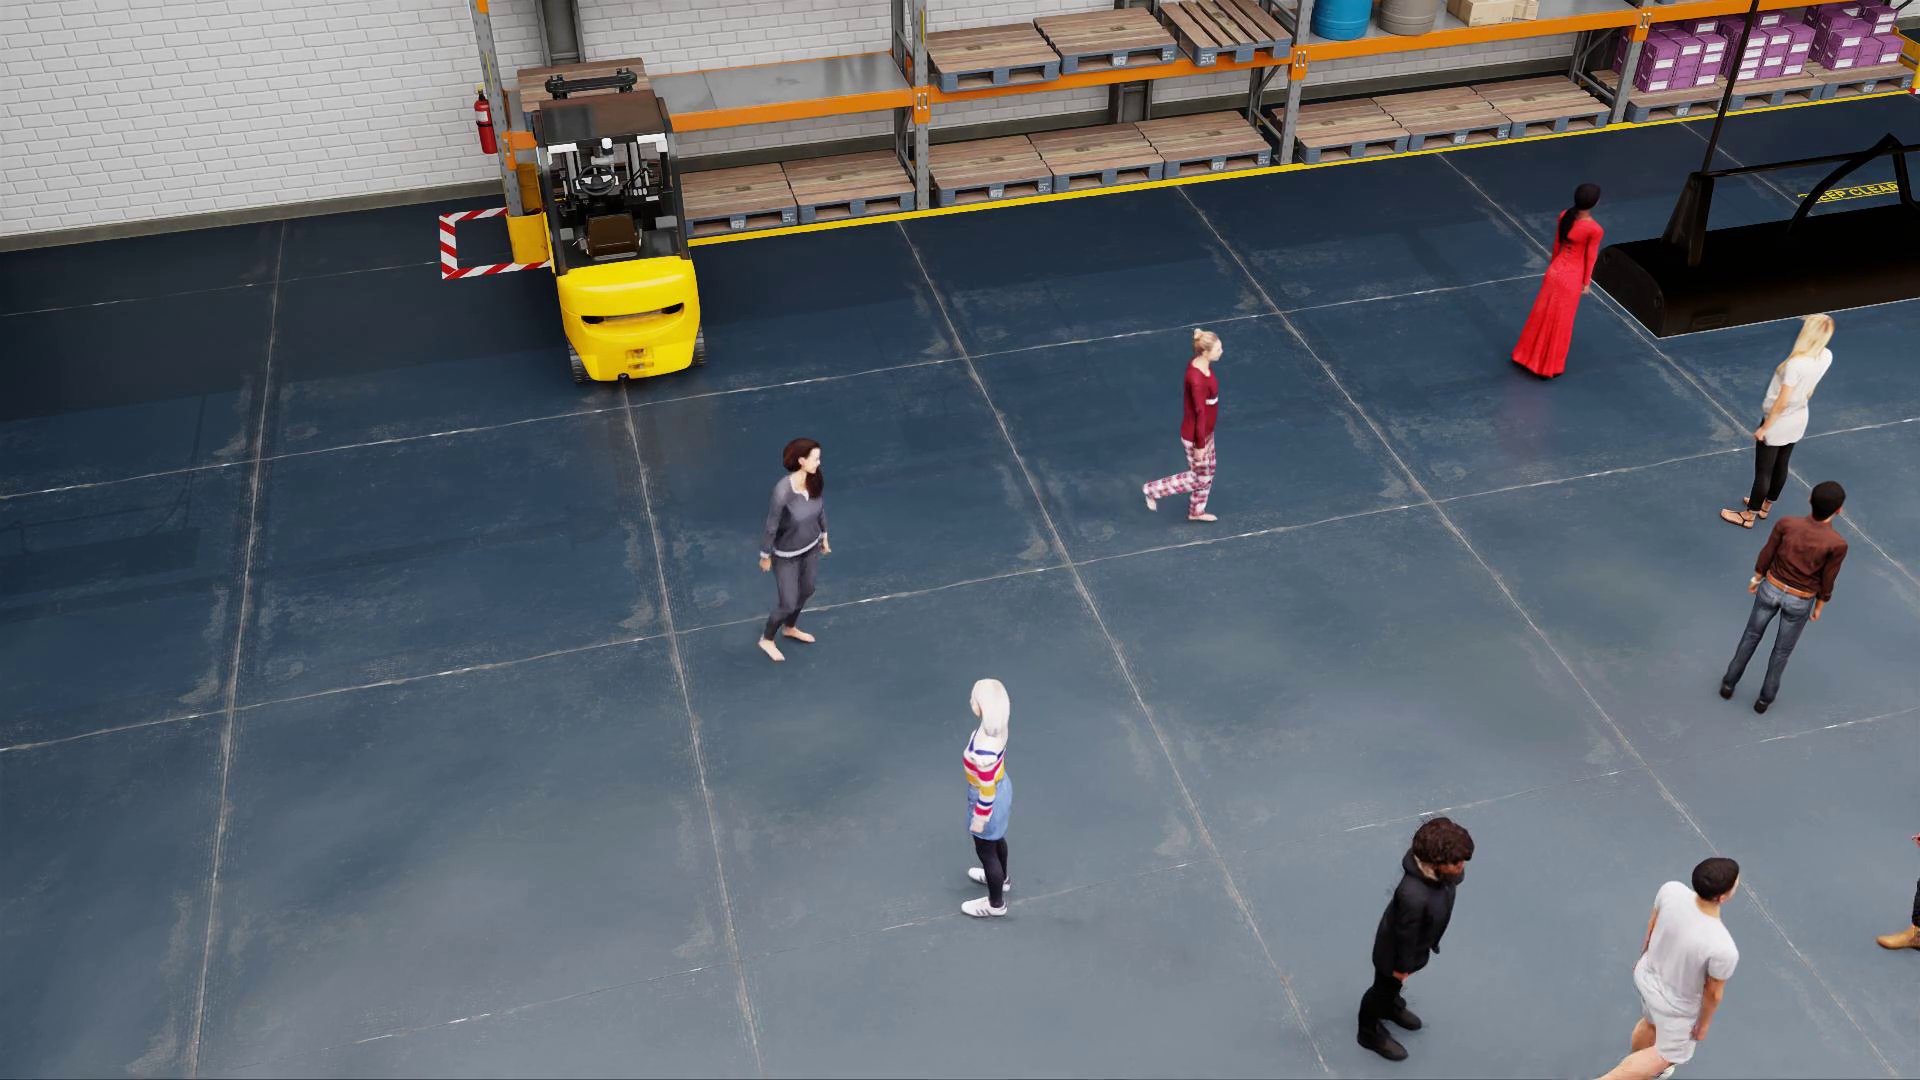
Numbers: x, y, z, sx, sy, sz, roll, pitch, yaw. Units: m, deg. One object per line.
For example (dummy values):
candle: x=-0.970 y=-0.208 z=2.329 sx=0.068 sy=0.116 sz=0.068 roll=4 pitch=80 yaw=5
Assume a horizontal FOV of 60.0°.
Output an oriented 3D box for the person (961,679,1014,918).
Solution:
person: x=0.172 y=1.465 z=9.476 sx=0.674 sy=1.808 sz=0.718 roll=7 pitch=39 yaw=9

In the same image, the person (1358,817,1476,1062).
person: x=2.334 y=2.072 z=8.752 sx=0.785 sy=1.763 sz=0.720 roll=21 pitch=43 yaw=25

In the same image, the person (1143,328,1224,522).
person: x=1.702 y=-0.819 z=12.435 sx=0.935 sy=1.685 sz=0.819 roll=7 pitch=39 yaw=9

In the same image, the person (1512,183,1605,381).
person: x=5.107 y=-2.194 z=14.085 sx=0.725 sy=1.784 sz=0.721 roll=-20 pitch=43 yaw=-23

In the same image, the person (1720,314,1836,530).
person: x=6.156 y=-0.881 z=12.399 sx=0.568 sy=1.827 sz=0.718 roll=-22 pitch=44 yaw=-25

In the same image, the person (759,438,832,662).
person: x=-1.185 y=0.055 z=11.301 sx=0.790 sy=1.735 sz=0.871 roll=-29 pitch=47 yaw=-31

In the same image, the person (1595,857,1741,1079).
person: x=3.527 y=2.285 z=8.425 sx=0.947 sy=1.838 sz=0.659 roll=-10 pitch=40 yaw=-12

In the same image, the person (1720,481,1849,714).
person: x=5.401 y=0.372 z=10.870 sx=0.706 sy=1.776 sz=0.719 roll=27 pitch=46 yaw=30
